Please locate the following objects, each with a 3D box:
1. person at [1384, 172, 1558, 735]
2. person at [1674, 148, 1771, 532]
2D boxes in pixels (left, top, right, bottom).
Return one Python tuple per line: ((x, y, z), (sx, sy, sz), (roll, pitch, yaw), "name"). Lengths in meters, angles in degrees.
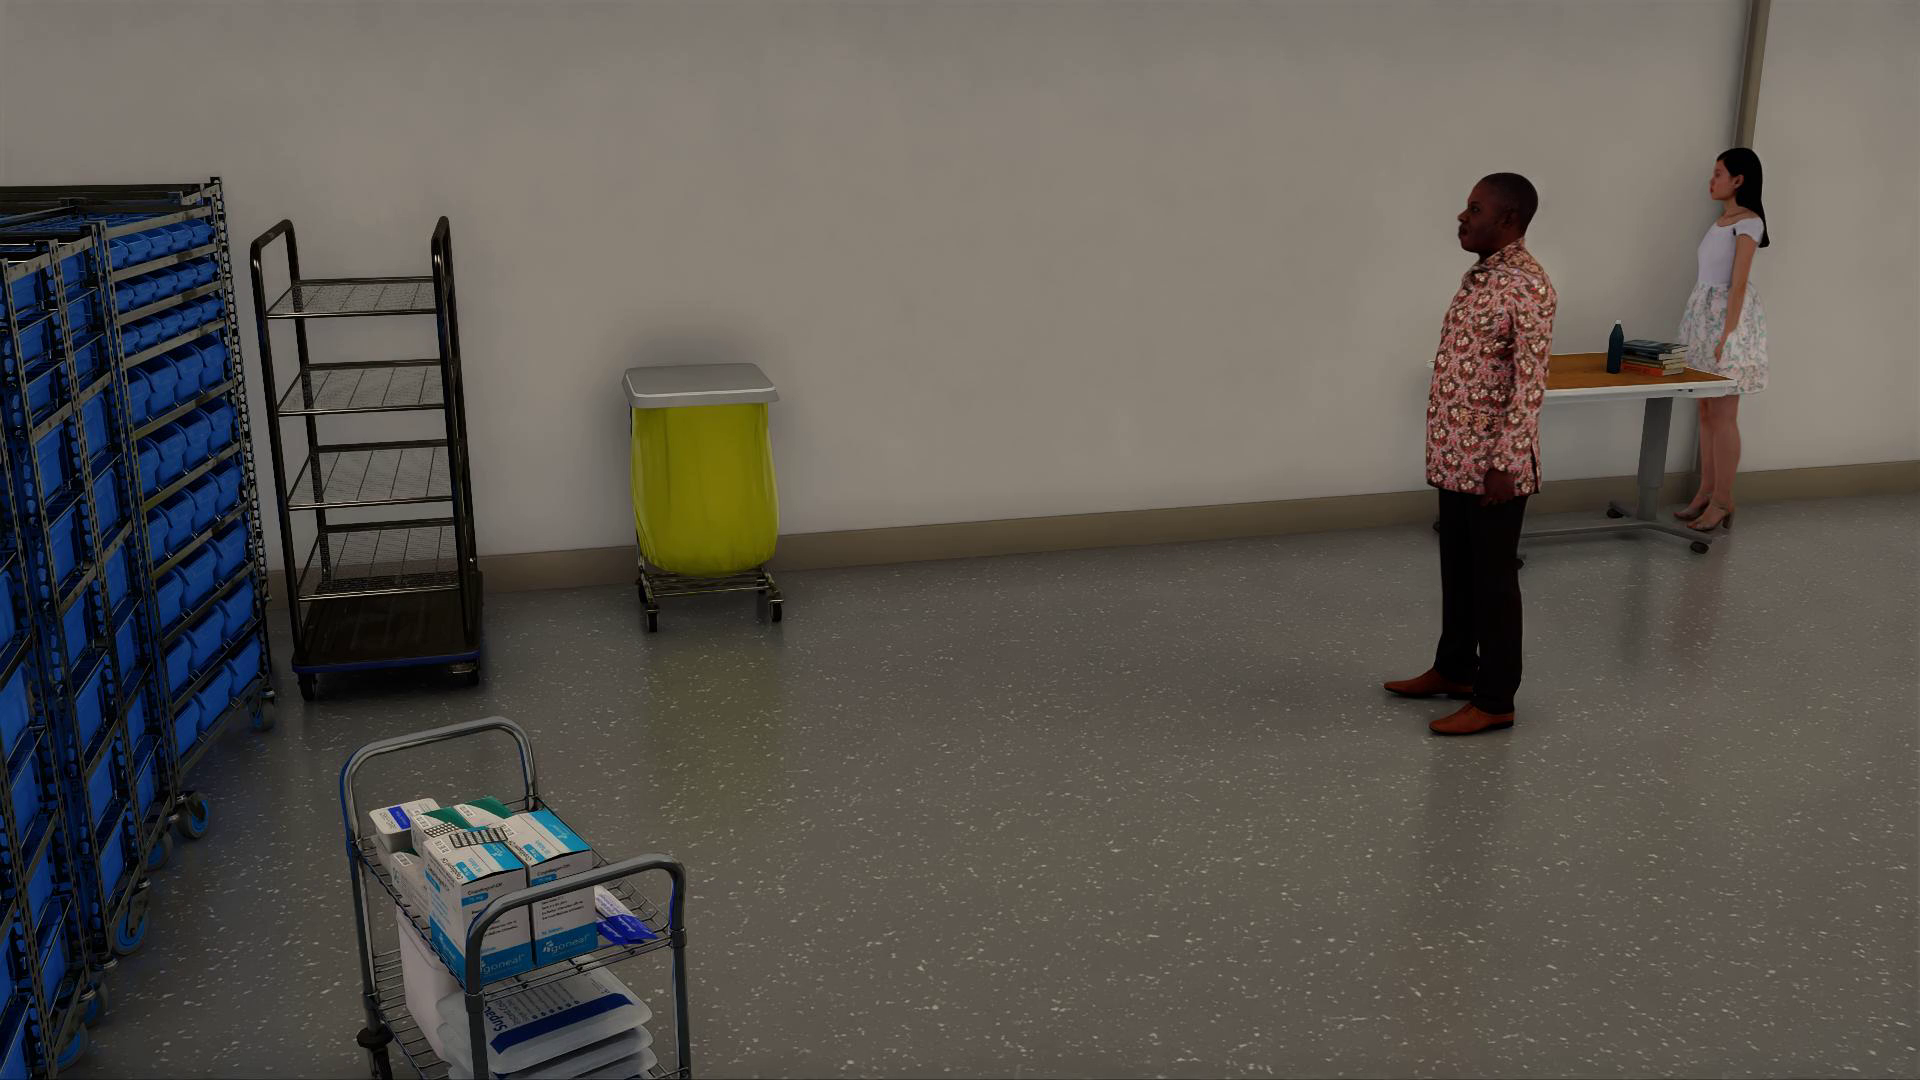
((1.721, -0.282, 5.440), (0.623, 1.808, 0.715), (-2, 16, -7), "person")
((3.575, -0.932, 7.813), (0.752, 1.772, 0.744), (2, 16, 6), "person")
